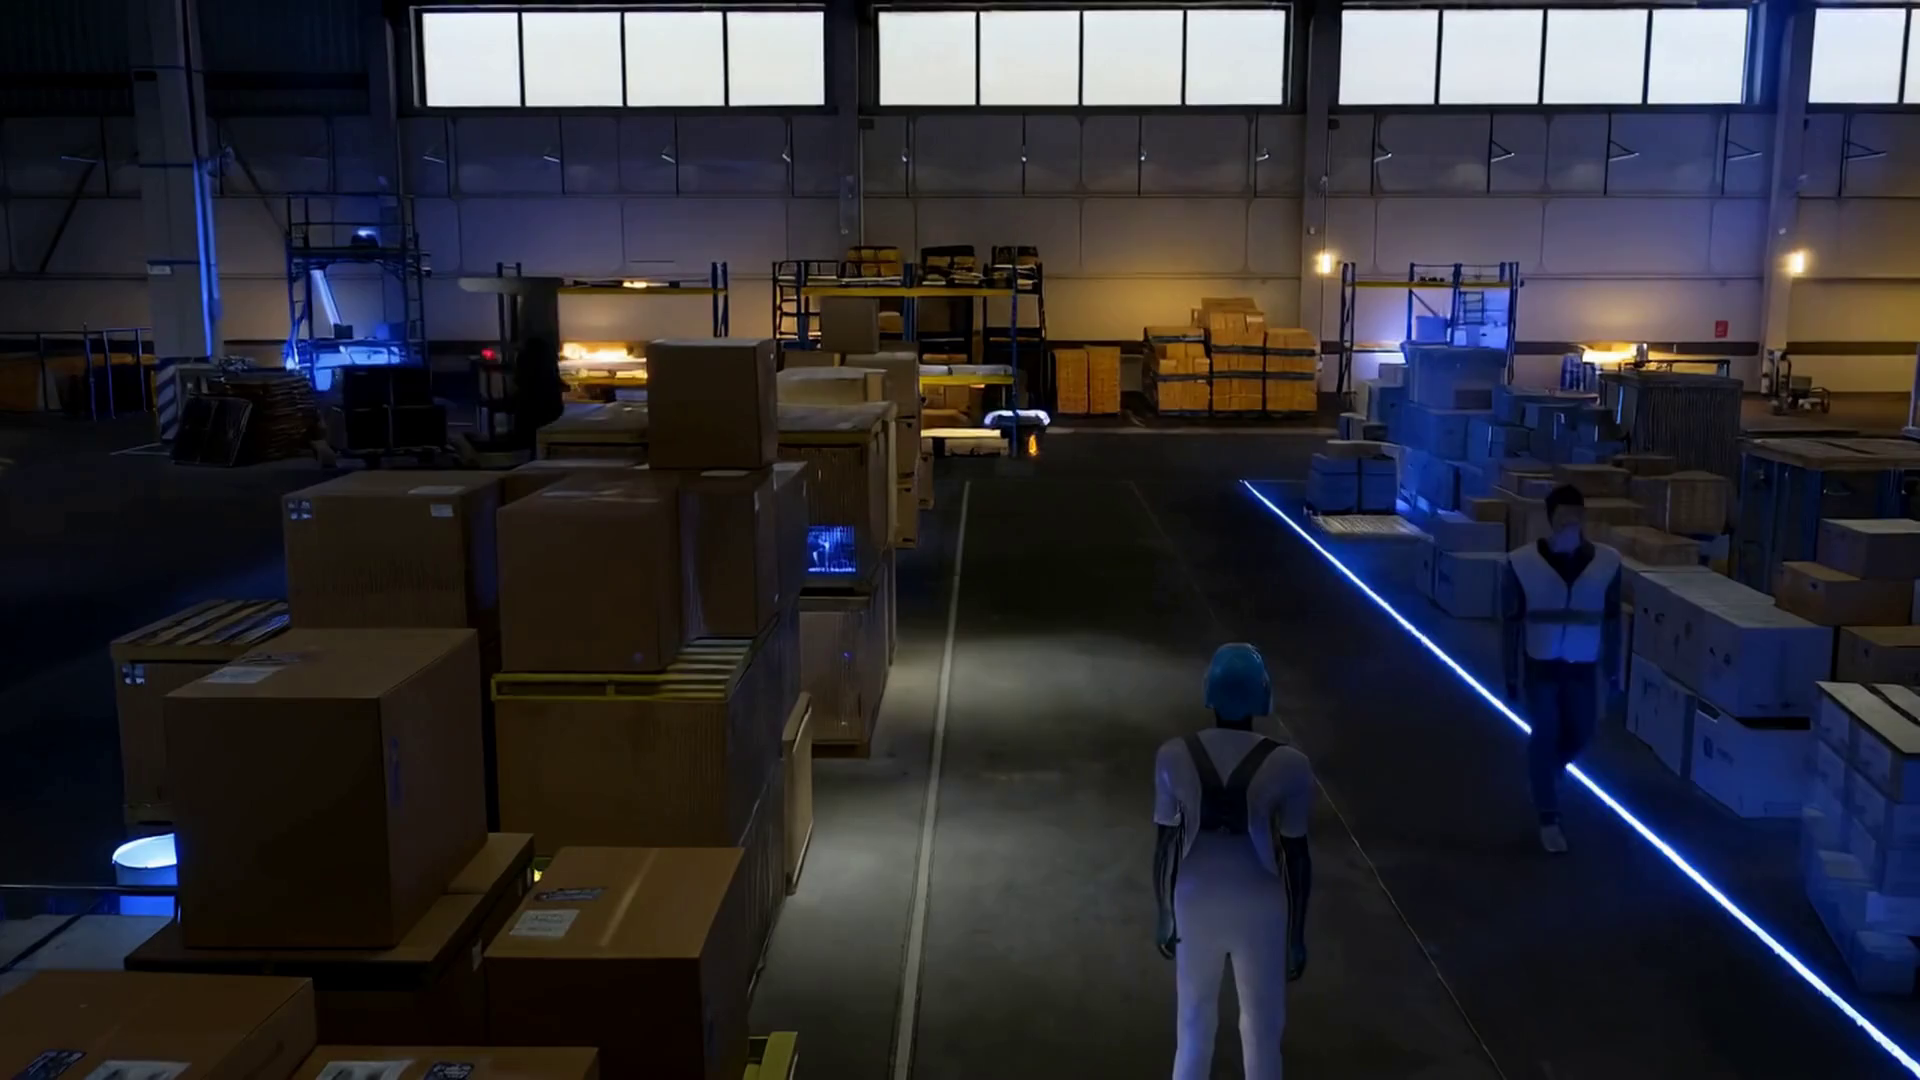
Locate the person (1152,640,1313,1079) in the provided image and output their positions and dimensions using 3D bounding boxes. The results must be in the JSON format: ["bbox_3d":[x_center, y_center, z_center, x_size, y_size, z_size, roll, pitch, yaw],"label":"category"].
[{"bbox_3d":[0.868,1.232,5.350,0.506,1.846,0.351,4,10,20],"label":"person"}]

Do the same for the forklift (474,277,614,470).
[{"bbox_3d":[-5.764,-2.251,23.121,1.873,2.768,1.129,-4,10,-25],"label":"forklift"}]

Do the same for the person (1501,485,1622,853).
[{"bbox_3d":[3.153,0.633,8.782,0.601,1.901,0.736,1,9,4],"label":"person"}]
